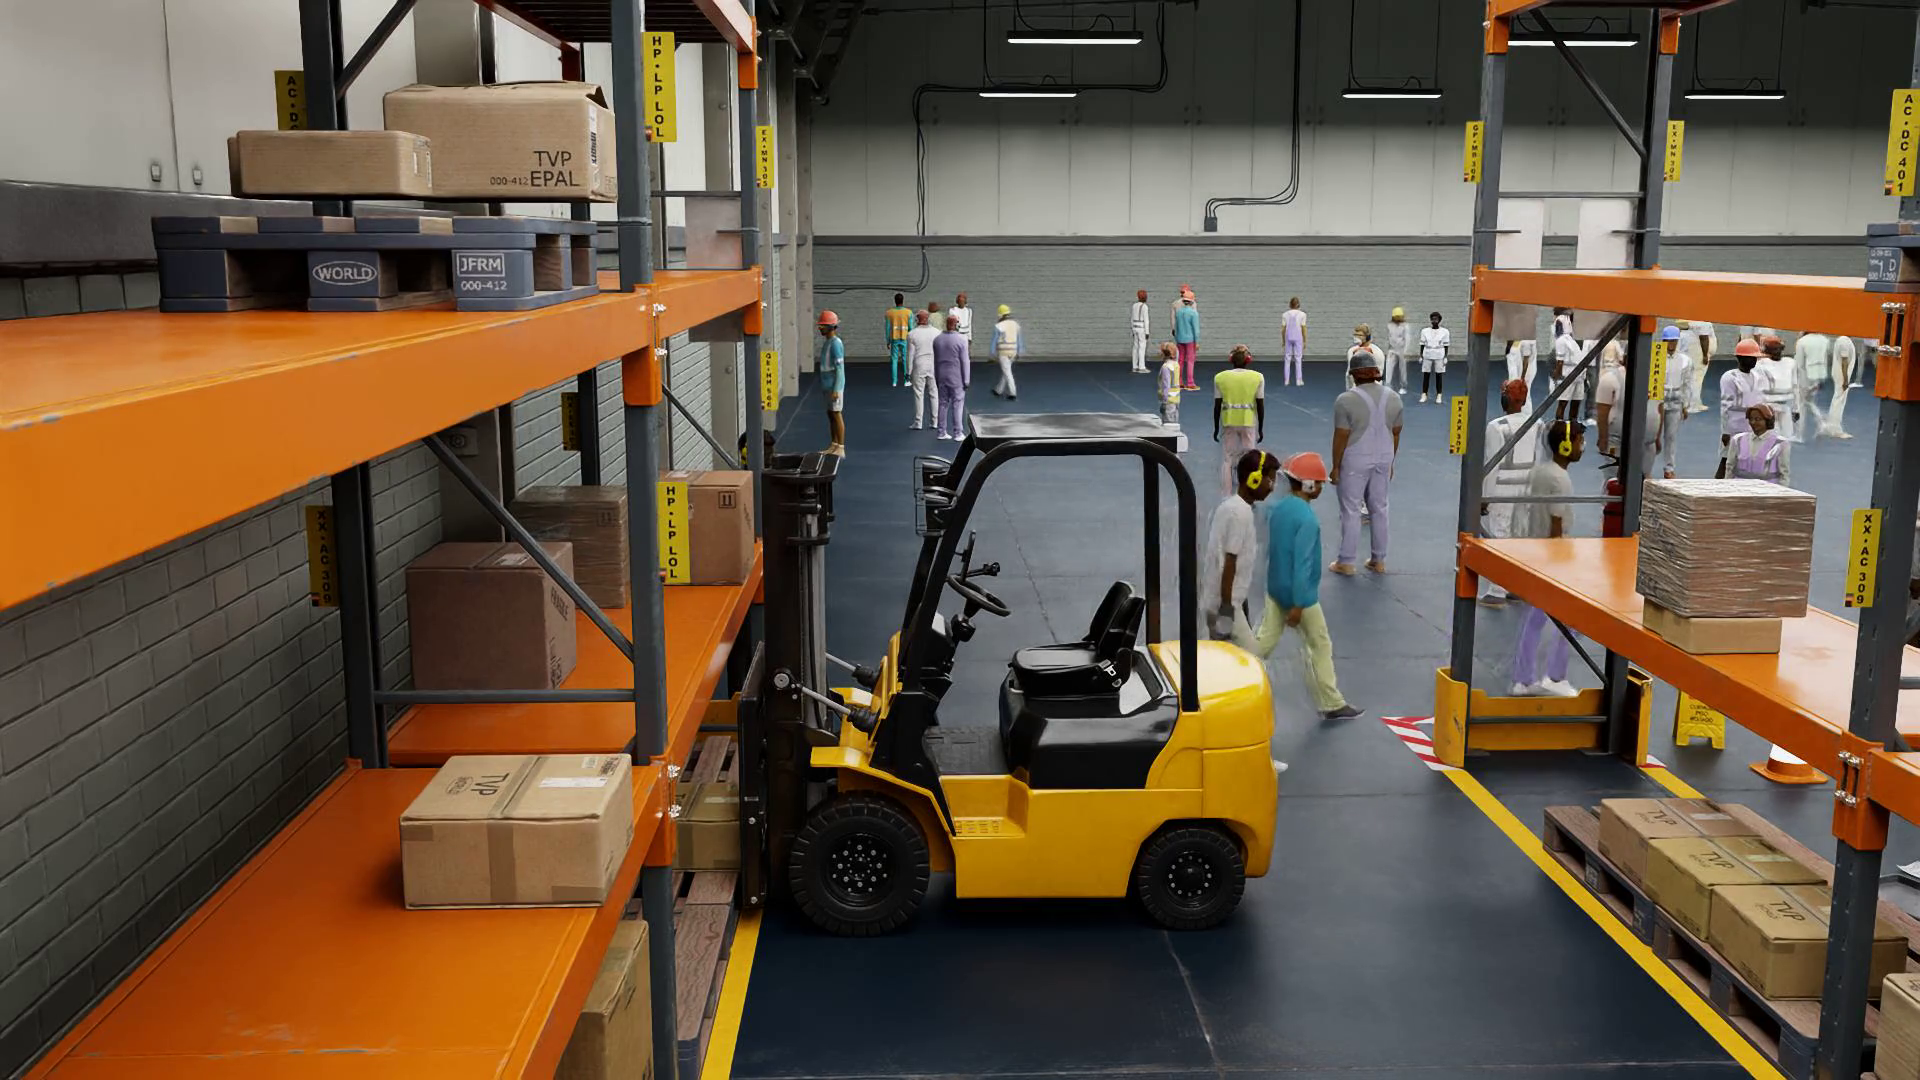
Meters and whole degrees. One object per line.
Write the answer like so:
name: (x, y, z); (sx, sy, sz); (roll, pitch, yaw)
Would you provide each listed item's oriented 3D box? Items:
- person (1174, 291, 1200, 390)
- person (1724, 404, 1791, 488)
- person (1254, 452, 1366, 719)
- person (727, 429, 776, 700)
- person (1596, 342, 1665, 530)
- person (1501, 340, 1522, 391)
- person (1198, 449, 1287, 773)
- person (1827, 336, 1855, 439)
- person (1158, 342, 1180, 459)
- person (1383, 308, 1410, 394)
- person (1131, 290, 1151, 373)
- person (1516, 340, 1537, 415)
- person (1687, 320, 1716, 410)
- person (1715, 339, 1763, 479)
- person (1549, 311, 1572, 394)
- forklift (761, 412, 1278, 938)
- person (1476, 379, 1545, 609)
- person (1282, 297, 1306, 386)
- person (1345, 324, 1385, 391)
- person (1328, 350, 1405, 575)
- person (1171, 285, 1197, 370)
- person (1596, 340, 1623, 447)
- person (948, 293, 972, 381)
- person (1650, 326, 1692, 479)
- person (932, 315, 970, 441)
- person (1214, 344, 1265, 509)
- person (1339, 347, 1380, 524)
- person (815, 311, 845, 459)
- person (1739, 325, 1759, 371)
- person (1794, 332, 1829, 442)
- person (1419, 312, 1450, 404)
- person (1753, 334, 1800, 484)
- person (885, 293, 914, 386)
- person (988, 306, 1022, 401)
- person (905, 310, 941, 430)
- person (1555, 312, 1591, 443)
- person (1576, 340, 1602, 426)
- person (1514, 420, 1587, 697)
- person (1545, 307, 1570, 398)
person: (4.592, -4.018, 33.561); (0.369, 1.996, 0.622); (-8, 13, -39)
person: (6.713, -0.335, 14.046); (0.311, 1.638, 0.521); (-9, 14, -42)
person: (2.070, 0.300, 10.342); (0.907, 1.706, 0.564); (-2, 10, -13)
person: (-1.260, 0.235, 10.244); (0.328, 1.865, 0.521); (4, 11, 22)
person: (6.886, -1.071, 17.026); (0.688, 2.000, 0.535); (-1, 10, -4)
person: (11.101, -3.898, 33.338); (0.429, 1.839, 0.633); (9, 14, 41)
person: (1.592, 0.405, 9.414); (0.715, 1.820, 0.582); (-1, 10, -3)
person: (13.432, -2.455, 25.278); (0.338, 1.845, 0.514); (4, 11, 19)
person: (2.829, -1.855, 22.513); (0.310, 1.638, 0.523); (4, 11, 23)
person: (8.530, -3.675, 32.478); (0.504, 1.688, 0.895); (8, 13, 38)
person: (4.139, -4.767, 38.052); (0.342, 1.882, 0.587); (-5, 11, -27)
person: (8.763, -2.540, 25.796); (0.341, 1.839, 0.501); (3, 11, 19)
person: (13.200, -3.340, 29.669); (0.535, 2.000, 0.689); (0, 10, -3)
person: (8.516, -1.223, 18.156); (0.543, 1.939, 0.370); (-6, 12, -28)
person: (11.751, -3.639, 32.457); (0.511, 1.638, 0.308); (-1, 10, -6)
forklift: (0.291, 0.548, 7.580); (2.313, 2.155, 1.214); (0, 10, -2)
person: (4.489, -0.377, 13.603); (0.574, 1.883, 0.356); (-5, 11, -27)
person: (6.952, -4.130, 34.628); (0.506, 1.840, 0.343); (5, 11, 24)
person: (5.277, -1.863, 21.764); (0.380, 1.930, 0.625); (-6, 12, -29)
person: (3.609, -0.711, 15.020); (0.677, 2.000, 0.536); (-3, 11, -18)
person: (5.205, -4.920, 38.599); (0.611, 1.995, 0.381); (3, 11, 19)
person: (9.506, -2.297, 24.192); (0.390, 1.922, 0.554); (6, 12, 29)
person: (0.011, -4.338, 35.662); (0.576, 1.886, 0.362); (-6, 12, -32)
person: (8.762, -1.682, 20.679); (0.605, 1.951, 0.383); (0, 10, 2)
person: (-0.106, -2.433, 25.021); (0.649, 1.899, 0.399); (8, 13, 37)
person: (3.112, -1.256, 18.594); (0.563, 1.847, 0.390); (2, 10, 12)
person: (4.286, -1.114, 17.706); (0.337, 1.881, 0.585); (-1, 10, -3)
person: (-1.779, -2.120, 22.863); (0.394, 2.044, 0.609); (-3, 11, -17)
person: (14.768, -3.509, 31.124); (0.325, 1.860, 0.515); (-2, 10, -11)
person: (12.675, -2.388, 24.791); (0.706, 1.897, 0.496); (-5, 11, -26)
person: (8.764, -3.367, 30.774); (0.541, 1.696, 0.316); (5, 11, 25)
person: (10.079, -1.593, 20.477); (0.624, 1.866, 0.440); (-3, 11, -15)
person: (-1.250, -4.149, 34.507); (0.593, 1.922, 0.392); (1, 10, 5)
person: (0.817, -3.529, 31.441); (0.612, 1.776, 0.943); (-7, 13, -36)
person: (-0.588, -2.712, 26.538); (0.639, 1.910, 0.407); (-5, 11, -25)
person: (9.090, -2.403, 24.653); (0.603, 1.967, 0.367); (-4, 11, -23)
person: (10.126, -2.795, 27.005); (0.662, 1.905, 0.407); (-6, 12, -28)
person: (3.923, 0.135, 10.859); (0.569, 1.851, 0.511); (0, 10, -2)
person: (11.421, -3.641, 31.726); (0.450, 1.898, 0.605); (7, 12, 33)
